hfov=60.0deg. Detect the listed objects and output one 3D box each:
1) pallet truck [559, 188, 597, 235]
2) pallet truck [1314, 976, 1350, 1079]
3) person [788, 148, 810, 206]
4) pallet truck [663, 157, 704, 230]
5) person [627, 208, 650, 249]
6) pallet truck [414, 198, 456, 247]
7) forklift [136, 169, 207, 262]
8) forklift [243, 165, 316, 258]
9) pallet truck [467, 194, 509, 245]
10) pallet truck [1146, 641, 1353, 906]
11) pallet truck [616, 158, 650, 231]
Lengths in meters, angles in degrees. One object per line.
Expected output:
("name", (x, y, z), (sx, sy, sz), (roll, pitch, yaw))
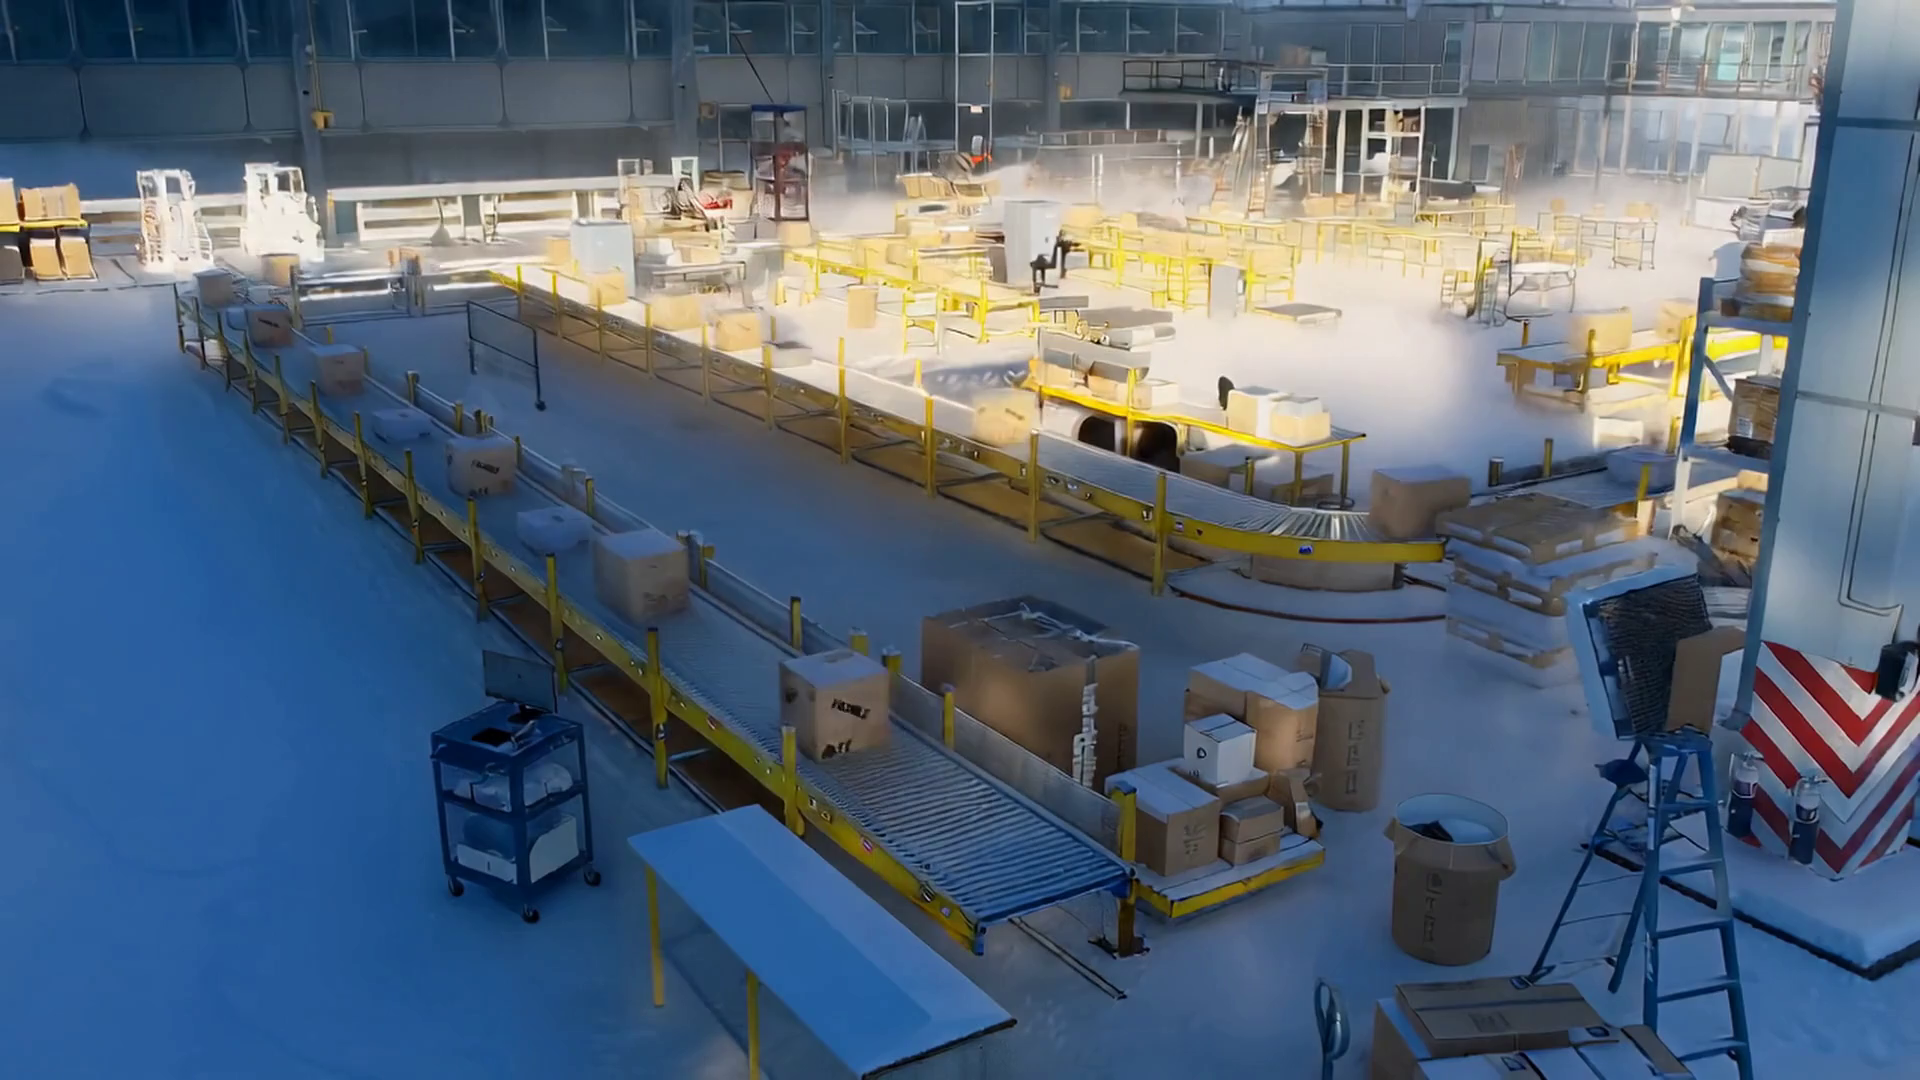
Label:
("pallet truck", (-10.010, -8.652, 43.699), (0.653, 1.274, 1.630), (-10, 20, -31))
("pallet truck", (2.299, 2.390, 7.086), (1.601, 1.201, 0.680), (-2, 17, -7))
("person", (-4.863, -10.892, 50.223), (0.632, 1.845, 1.042), (0, 17, -1))
("pallet truck", (-7.586, -9.308, 44.692), (0.823, 1.965, 1.885), (-11, 20, -33))
("person", (-6.696, -6.300, 34.717), (0.654, 1.978, 1.079), (9, 19, 27))
("pallet truck", (-13.250, -8.060, 41.856), (0.680, 1.201, 1.601), (-10, 20, -31))
("forklift", (-17.842, -7.318, 37.559), (1.157, 1.987, 2.680), (-10, 20, -31))
("forklift", (-15.898, -7.669, 38.708), (1.157, 1.987, 2.680), (-11, 20, -33))
("pallet truck", (-11.983, -8.177, 42.137), (0.704, 1.261, 1.522), (-11, 20, -33))
("pallet truck", (1.664, 1.407, 10.232), (1.630, 1.274, 0.653), (-10, 20, -31))
("pallet truck", (-8.918, -9.176, 44.255), (0.823, 1.965, 1.885), (-9, 19, -27))
